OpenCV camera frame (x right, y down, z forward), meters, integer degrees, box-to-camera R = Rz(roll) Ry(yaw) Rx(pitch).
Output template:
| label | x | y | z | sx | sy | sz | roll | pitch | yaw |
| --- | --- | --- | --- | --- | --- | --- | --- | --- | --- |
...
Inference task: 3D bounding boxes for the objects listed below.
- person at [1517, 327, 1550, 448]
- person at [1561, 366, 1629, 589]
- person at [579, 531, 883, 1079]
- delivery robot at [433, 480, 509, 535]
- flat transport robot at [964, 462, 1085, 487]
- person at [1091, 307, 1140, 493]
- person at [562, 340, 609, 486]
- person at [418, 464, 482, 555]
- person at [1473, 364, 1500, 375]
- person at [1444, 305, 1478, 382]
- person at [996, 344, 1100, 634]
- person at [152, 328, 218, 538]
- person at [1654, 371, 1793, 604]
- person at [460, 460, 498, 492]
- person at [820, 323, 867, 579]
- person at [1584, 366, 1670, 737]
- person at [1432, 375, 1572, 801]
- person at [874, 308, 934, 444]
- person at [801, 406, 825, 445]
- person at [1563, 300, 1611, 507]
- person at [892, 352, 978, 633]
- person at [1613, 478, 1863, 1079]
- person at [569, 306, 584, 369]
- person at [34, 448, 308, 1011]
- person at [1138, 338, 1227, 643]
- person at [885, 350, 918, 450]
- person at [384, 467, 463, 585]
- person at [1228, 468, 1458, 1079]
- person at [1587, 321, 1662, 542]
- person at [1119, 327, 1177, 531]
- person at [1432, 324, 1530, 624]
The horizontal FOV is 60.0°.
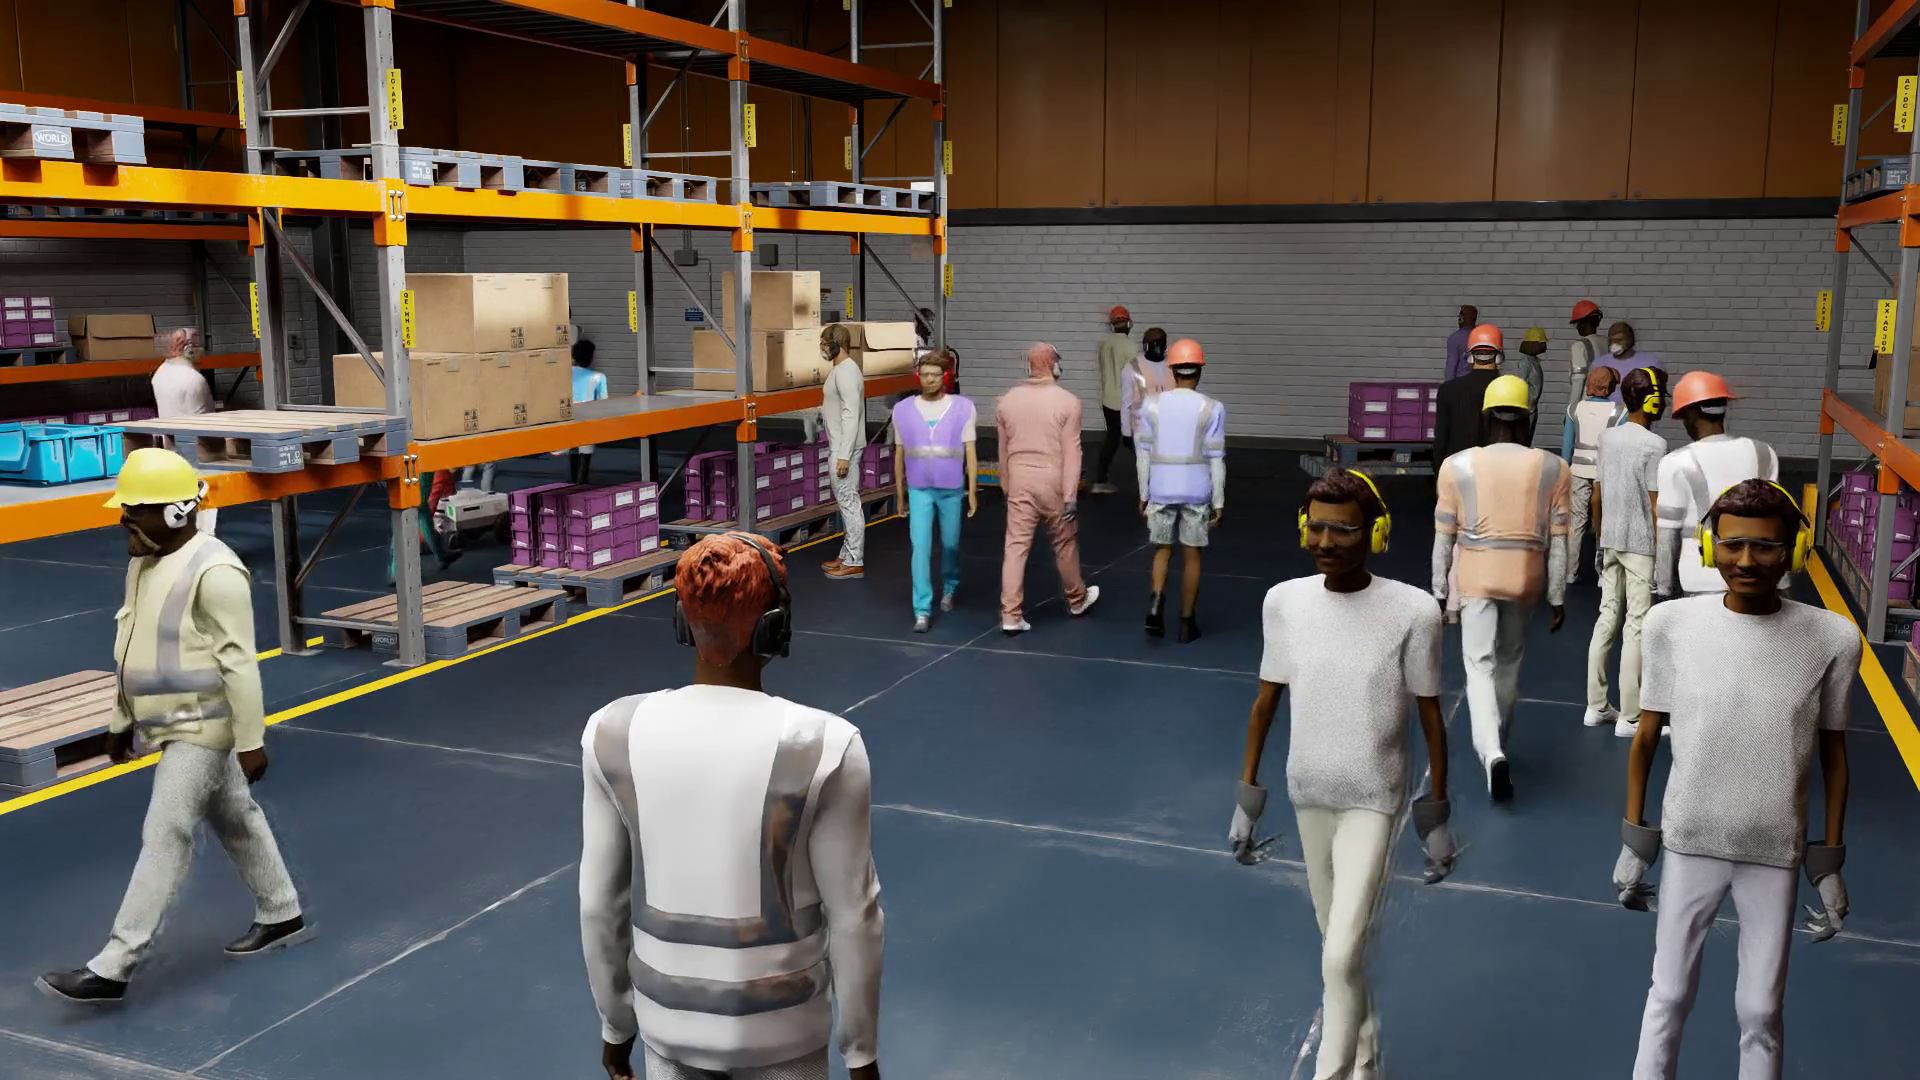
| label | x | y | z | sx | sy | sz | roll | pitch | yaw |
| --- | --- | --- | --- | --- | --- | --- | --- | --- | --- |
| person | 5.881 | -1.326 | 17.174 | 0.324 | 1.743 | 0.490 | 6 | 11 | 31 |
| person | 4.677 | -0.457 | 12.227 | 0.525 | 1.639 | 0.307 | 9 | 13 | 42 |
| person | -0.423 | 0.919 | 3.148 | 0.579 | 1.882 | 0.342 | 3 | 10 | 15 |
| delivery robot | -4.147 | -0.262 | 14.036 | 0.477 | 0.478 | 0.707 | 6 | 11 | 30 |
| flat transport robot | 0.549 | -0.679 | 17.703 | 1.431 | 0.197 | 0.652 | 6 | 11 | 31 |
| person | 1.712 | -1.438 | 17.289 | 0.735 | 1.942 | 0.660 | -7 | 12 | -36 |
| person | -3.676 | -1.114 | 16.162 | 0.555 | 1.640 | 0.861 | 1 | 9 | 5 |
| person | -4.248 | -0.762 | 13.790 | 0.548 | 1.716 | 0.908 | 6 | 11 | 32 |
| person | 4.323 | -0.702 | 13.740 | 0.535 | 1.620 | 0.479 | 5 | 11 | 27 |
| person | 5.944 | -1.811 | 19.620 | 0.643 | 1.909 | 0.409 | -5 | 10 | -27 |
| person | 0.555 | -0.342 | 10.855 | 0.664 | 1.855 | 1.026 | 5 | 11 | 30 |
| person | -6.070 | -0.714 | 13.023 | 0.657 | 1.885 | 0.594 | 8 | 12 | 39 |
| person | 3.466 | 0.171 | 7.702 | 0.606 | 1.879 | 0.803 | -1 | 9 | -6 |
| person | -4.497 | -1.017 | 15.725 | 0.522 | 1.600 | 0.426 | 6 | 11 | 34 |
| person | -0.886 | -0.672 | 12.637 | 0.352 | 1.933 | 0.635 | -1 | 9 | -6 |
| person | 3.400 | 0.066 | 8.400 | 0.328 | 1.859 | 0.514 | -3 | 10 | -19 |
| person | 2.449 | 0.202 | 7.532 | 0.589 | 1.884 | 0.899 | 1 | 9 | 7 |
| person | -0.592 | -1.779 | 19.518 | 0.768 | 1.890 | 0.604 | 2 | 10 | 12 |
| person | -1.594 | -1.396 | 18.006 | 0.555 | 1.619 | 0.529 | -6 | 11 | -32 |
| person | 6.062 | -1.302 | 16.157 | 0.605 | 2.033 | 0.400 | -7 | 12 | -38 |
| person | -0.159 | -0.349 | 11.064 | 0.573 | 1.817 | 0.913 | 0 | 9 | 3 |
| person | 1.894 | 0.772 | 4.079 | 0.533 | 1.870 | 0.315 | 4 | 10 | 23 |
| person | -5.277 | -2.231 | 22.239 | 0.350 | 1.882 | 0.583 | 9 | 13 | 44 |
| person | -2.595 | 0.593 | 5.413 | 0.622 | 1.777 | 0.933 | 9 | 13 | 43 |
| person | 1.382 | -0.292 | 10.386 | 0.576 | 1.914 | 0.502 | 4 | 10 | 22 |
| person | -0.626 | -1.434 | 18.297 | 0.615 | 1.589 | 0.518 | 1 | 9 | 8 |
| person | -4.041 | -0.551 | 12.554 | 0.532 | 1.724 | 0.902 | 5 | 11 | 29 |
| person | 0.953 | 0.734 | 4.381 | 0.564 | 1.838 | 0.854 | 8 | 12 | 39 |
| person | 5.614 | -0.909 | 14.201 | 0.617 | 1.881 | 0.994 | 6 | 11 | 33 |
| person | 1.739 | -1.012 | 15.018 | 0.640 | 1.828 | 0.630 | -2 | 10 | -15 |
| person | 3.427 | -0.422 | 10.966 | 0.612 | 1.990 | 0.405 | 4 | 10 | 24 |
